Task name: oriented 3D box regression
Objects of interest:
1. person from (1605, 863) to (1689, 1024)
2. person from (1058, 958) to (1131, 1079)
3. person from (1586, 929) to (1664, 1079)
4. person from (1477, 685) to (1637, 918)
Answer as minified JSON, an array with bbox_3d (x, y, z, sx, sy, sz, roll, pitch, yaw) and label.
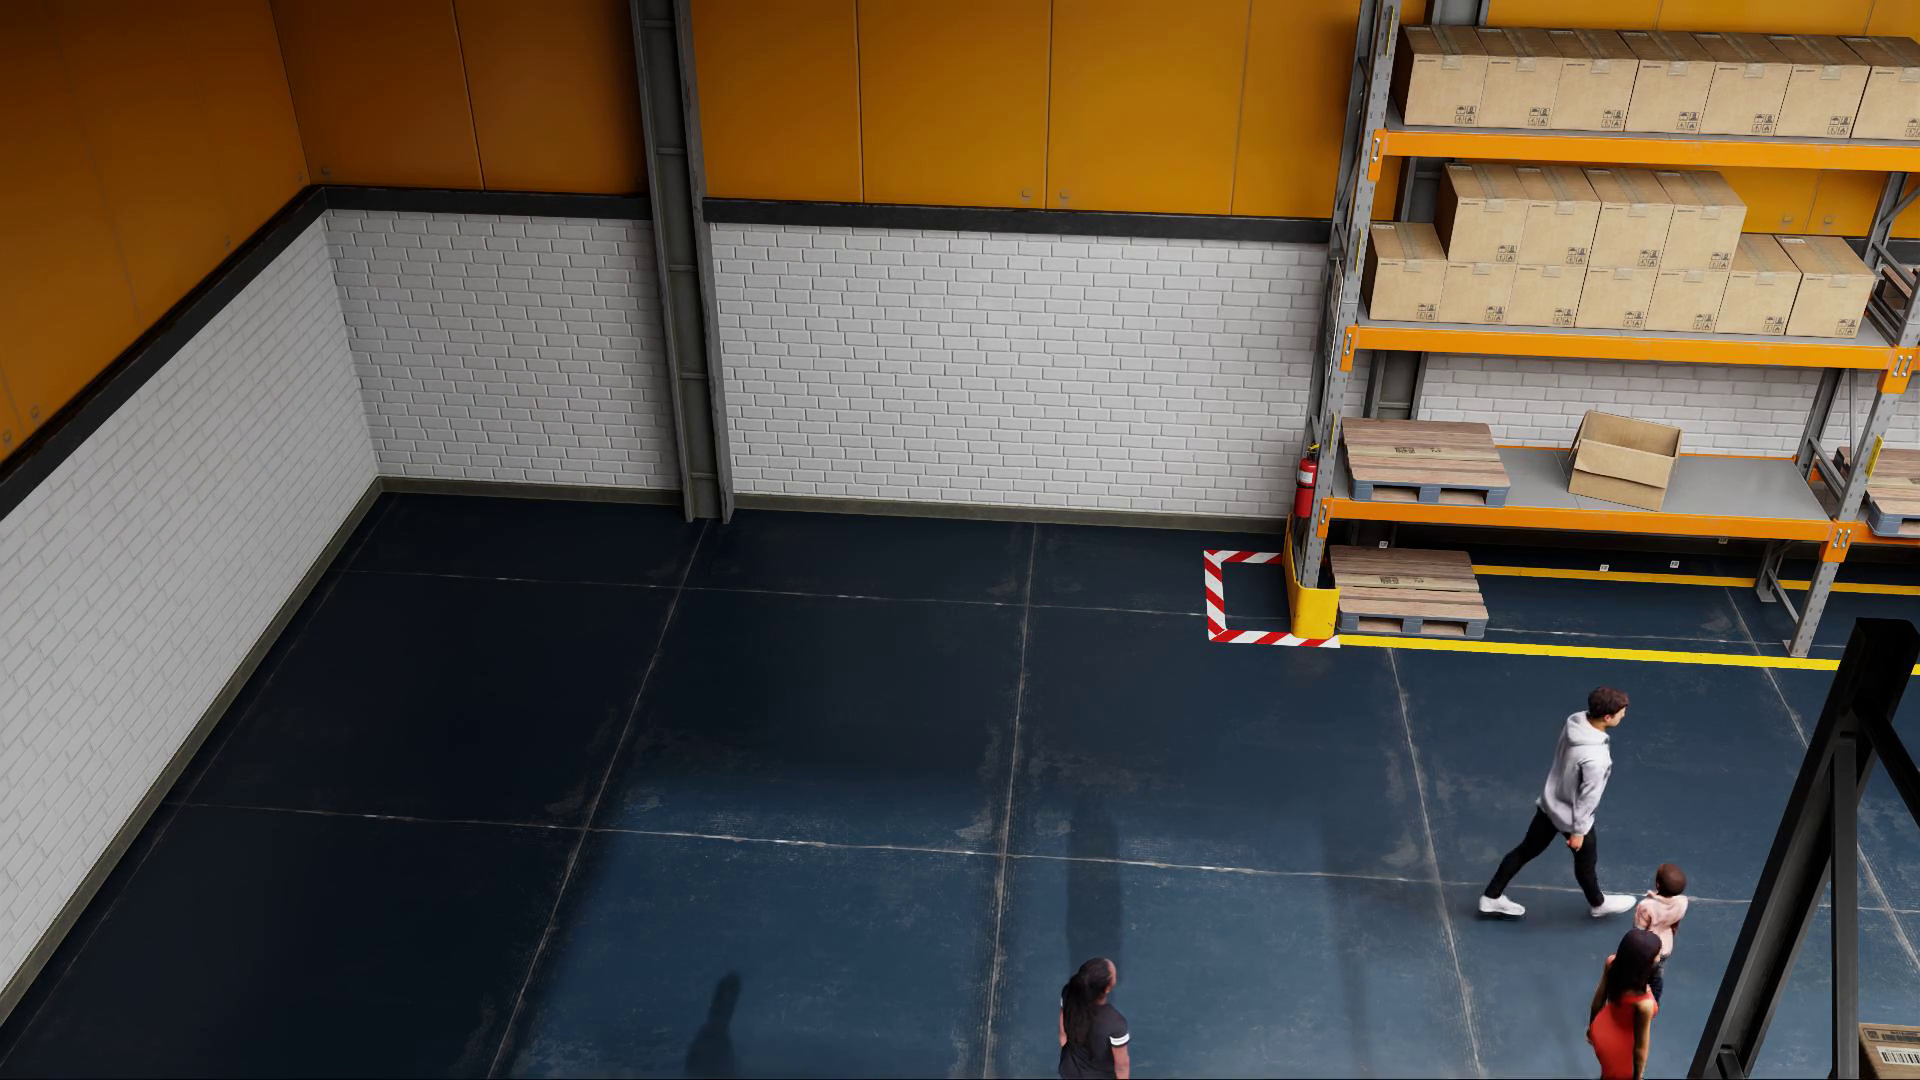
[{"bbox_3d":[4.196,2.469,10.100,0.511,1.307,0.630,-10,35,-15],"label":"person"},{"bbox_3d":[0.719,2.906,9.062,0.774,1.728,0.702,-29,43,-36],"label":"person"},{"bbox_3d":[3.562,2.822,9.209,1.018,1.704,0.732,-5,34,-7],"label":"person"},{"bbox_3d":[3.798,1.740,10.693,1.291,1.864,0.820,-1,34,-1],"label":"person"}]
